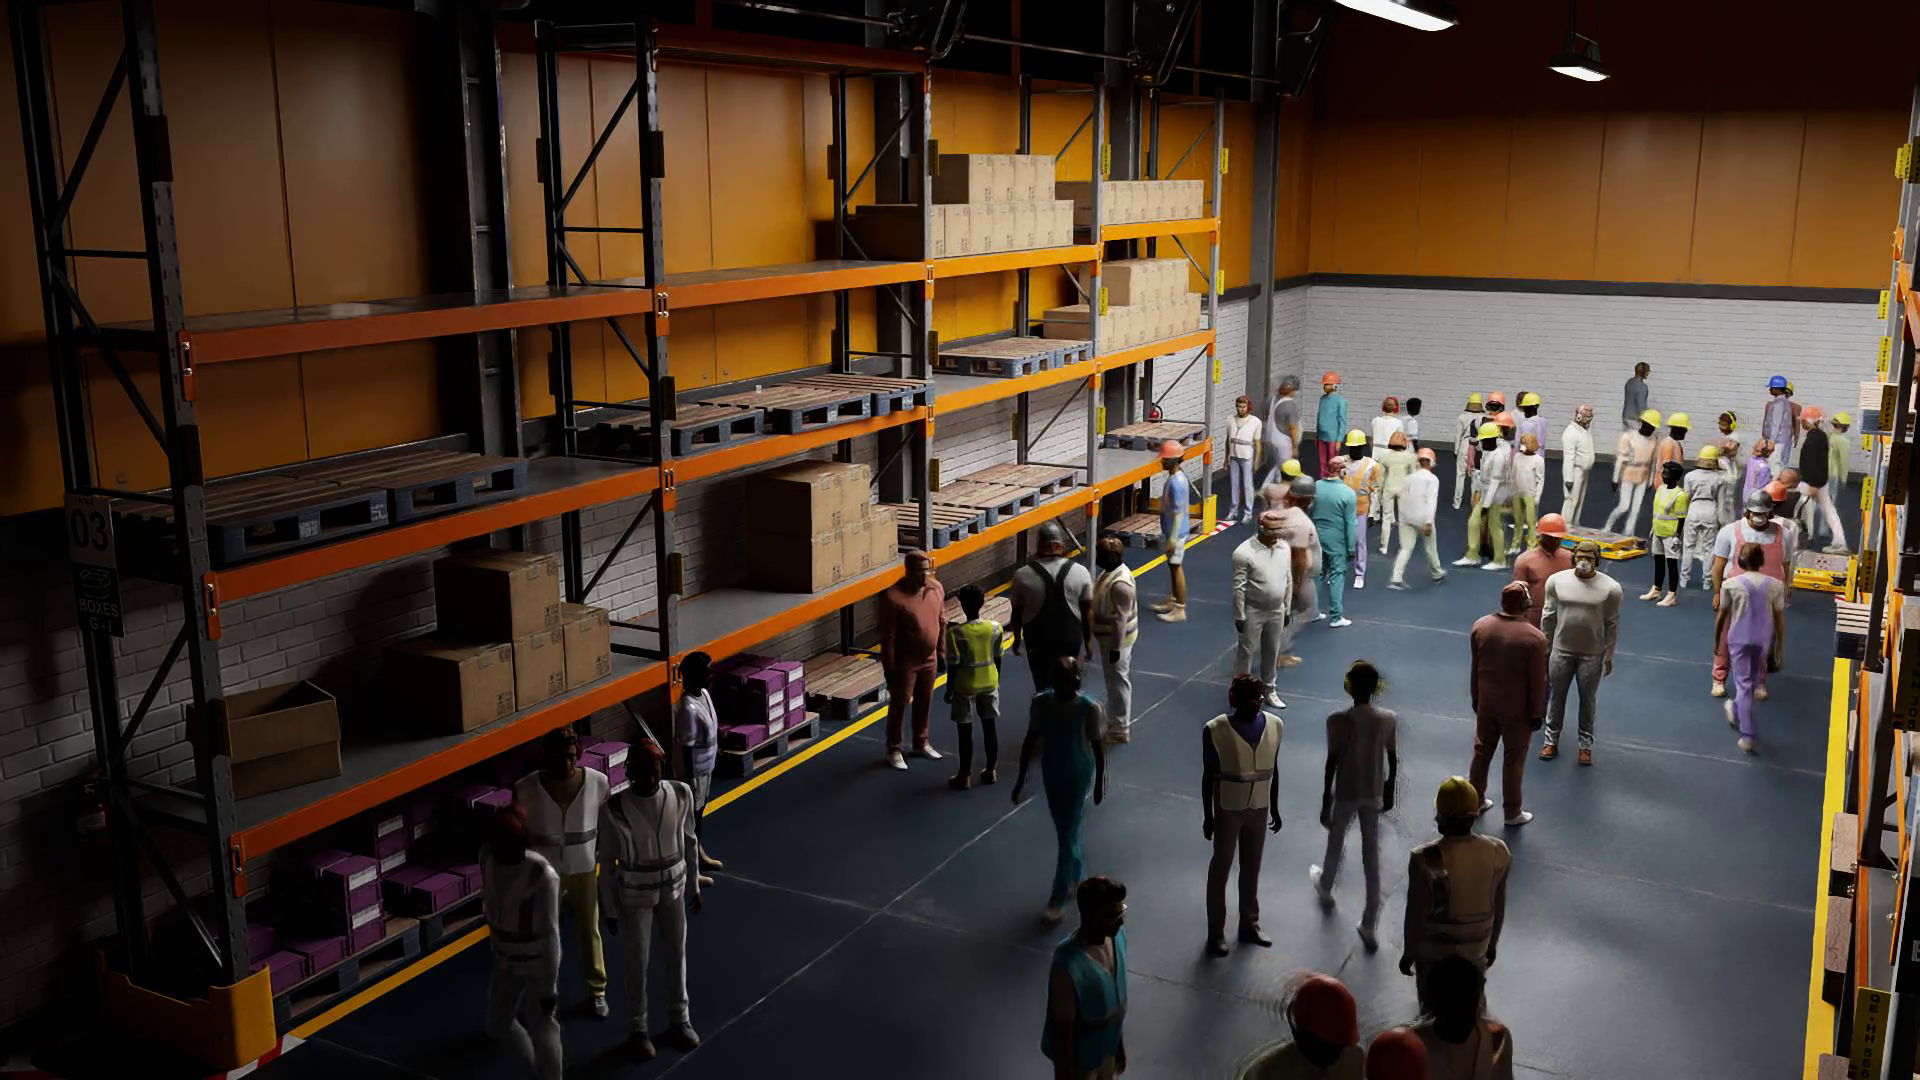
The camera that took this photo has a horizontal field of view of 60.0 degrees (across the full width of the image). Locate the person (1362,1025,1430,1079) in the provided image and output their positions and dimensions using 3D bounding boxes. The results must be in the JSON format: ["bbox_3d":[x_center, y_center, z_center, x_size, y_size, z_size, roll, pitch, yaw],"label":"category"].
[{"bbox_3d":[1.456,2.753,6.133,0.568,1.901,0.807,10,16,37],"label":"person"}]

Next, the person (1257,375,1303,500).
[{"bbox_3d":[4.832,-1.474,24.707,0.544,2.000,0.709,-4,13,-18],"label":"person"}]

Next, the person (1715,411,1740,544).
[{"bbox_3d":[10.246,-0.828,22.278,0.448,1.837,0.570,1,13,6],"label":"person"}]

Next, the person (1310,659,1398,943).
[{"bbox_3d":[2.640,1.678,11.096,0.571,1.815,0.965,-1,13,-5],"label":"person"}]

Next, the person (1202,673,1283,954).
[{"bbox_3d":[1.812,1.740,10.756,0.569,1.845,0.385,-5,14,-21],"label":"person"}]

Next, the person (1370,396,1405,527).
[{"bbox_3d":[6.019,-1.099,23.462,0.384,1.848,0.570,-9,15,-34],"label":"person"}]

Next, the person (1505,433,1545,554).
[{"bbox_3d":[7.345,-0.579,21.620,0.276,1.633,0.507,-7,14,-29],"label":"person"}]

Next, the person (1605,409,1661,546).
[{"bbox_3d":[8.958,-0.824,22.136,0.645,1.888,0.594,-3,13,-12],"label":"person"}]

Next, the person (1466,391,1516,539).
[{"bbox_3d":[7.229,-1.018,22.695,0.613,2.033,0.410,4,13,17],"label":"person"}]

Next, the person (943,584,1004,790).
[{"bbox_3d":[0.110,1.196,13.540,0.533,1.692,0.319,-7,14,-27],"label":"person"}]

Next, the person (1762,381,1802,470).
[{"bbox_3d":[12.783,-1.598,25.916,0.532,1.756,0.337,6,14,23],"label":"person"}]

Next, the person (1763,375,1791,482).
[{"bbox_3d":[12.334,-1.522,25.169,0.412,1.939,0.601,7,14,29],"label":"person"}]

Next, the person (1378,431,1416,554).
[{"bbox_3d":[5.708,-0.617,21.791,0.499,1.633,0.279,4,13,17],"label":"person"}]

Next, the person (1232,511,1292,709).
[{"bbox_3d":[2.826,0.663,15.469,0.646,1.901,0.400,-6,14,-25],"label":"person"}]

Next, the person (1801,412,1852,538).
[{"bbox_3d":[11.879,-0.886,22.736,0.492,1.741,0.577,-4,13,-16],"label":"person"}]

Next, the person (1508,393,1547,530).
[{"bbox_3d":[7.993,-1.106,23.359,0.399,1.912,0.591,11,17,41],"label":"person"}]

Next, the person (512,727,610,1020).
[{"bbox_3d":[-2.327,1.962,9.806,0.561,1.836,0.390,-4,13,-19],"label":"person"}]

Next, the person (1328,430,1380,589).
[{"bbox_3d":[4.741,-0.379,20.061,0.587,1.928,0.362,7,15,30],"label":"person"}]

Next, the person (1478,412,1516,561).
[{"bbox_3d":[6.950,-0.696,21.494,0.388,1.925,0.550,-3,13,-12],"label":"person"}]

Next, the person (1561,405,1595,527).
[{"bbox_3d":[8.331,-0.889,22.428,0.400,1.894,0.658,10,16,38],"label":"person"}]

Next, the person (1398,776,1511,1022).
[{"bbox_3d":[2.628,2.153,8.936,0.591,1.833,0.404,-3,13,-14],"label":"person"}]

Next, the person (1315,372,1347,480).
[{"bbox_3d":[5.582,-1.554,25.168,0.378,1.996,0.611,-6,14,-25],"label":"person"}]

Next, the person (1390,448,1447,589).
[{"bbox_3d":[5.581,-0.251,20.037,0.890,1.682,0.611,-6,14,-27],"label":"person"}]

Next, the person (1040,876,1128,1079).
[{"bbox_3d":[0.579,2.418,7.761,0.390,1.835,0.562,7,15,30],"label":"person"}]

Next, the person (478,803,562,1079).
[{"bbox_3d":[-2.270,2.207,8.657,0.598,1.852,0.474,8,15,32],"label":"person"}]

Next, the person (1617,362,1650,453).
[{"bbox_3d":[10.969,-1.939,27.058,0.374,1.932,0.628,0,13,-1],"label":"person"}]

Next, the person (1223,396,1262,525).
[{"bbox_3d":[4.033,-1.149,23.720,0.562,1.836,0.396,11,17,41],"label":"person"}]

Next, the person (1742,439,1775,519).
[{"bbox_3d":[10.128,-0.477,21.171,0.319,1.631,0.519,1,13,4],"label":"person"}]

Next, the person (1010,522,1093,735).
[{"bbox_3d":[0.787,0.803,14.513,0.706,2.000,0.915,-1,13,-4],"label":"person"}]

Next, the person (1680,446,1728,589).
[{"bbox_3d":[8.948,-0.276,20.040,0.480,1.733,0.343,5,14,22],"label":"person"}]

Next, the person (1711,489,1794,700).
[{"bbox_3d":[7.524,0.516,15.797,0.690,2.000,0.538,3,13,14],"label":"person"}]

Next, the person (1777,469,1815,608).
[{"bbox_3d":[9.537,-0.025,19.182,0.572,1.604,0.658,10,16,37],"label":"person"}]

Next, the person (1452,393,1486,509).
[{"bbox_3d":[7.593,-1.317,24.711,0.490,1.730,0.324,2,13,8],"label":"person"}]

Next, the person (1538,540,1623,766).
[{"bbox_3d":[5.239,0.945,14.109,0.630,1.940,0.372,6,14,26],"label":"person"}]

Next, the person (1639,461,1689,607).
[{"bbox_3d":[8.167,-0.075,19.221,0.318,1.697,0.535,-3,13,-13],"label":"person"}]

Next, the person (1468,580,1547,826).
[{"bbox_3d":[4.240,1.245,12.873,0.398,1.900,0.643,-10,16,-37],"label":"person"}]

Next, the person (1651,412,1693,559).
[{"bbox_3d":[9.214,-0.704,21.561,0.406,1.919,0.603,8,15,32],"label":"person"}]

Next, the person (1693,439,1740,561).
[{"bbox_3d":[9.771,-0.480,21.235,0.530,1.607,0.681,-10,16,-36],"label":"person"}]

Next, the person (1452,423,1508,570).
[{"bbox_3d":[6.548,-0.530,20.810,0.791,1.887,0.609,0,13,2],"label":"person"}]

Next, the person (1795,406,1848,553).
[{"bbox_3d":[11.277,-0.802,21.951,0.595,1.937,1.052,-11,17,-42],"label":"person"}]

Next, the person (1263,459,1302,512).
[{"bbox_3d":[3.627,-0.070,19.085,0.605,1.738,0.546,-12,17,-42],"label":"person"}]

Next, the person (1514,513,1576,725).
[{"bbox_3d":[5.264,0.724,14.994,0.615,1.987,0.407,-3,13,-14],"label":"person"}]

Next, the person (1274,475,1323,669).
[{"bbox_3d":[3.369,0.312,16.710,0.538,2.000,0.694,-4,13,-16],"label":"person"}]

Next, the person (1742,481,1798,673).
[{"bbox_3d":[8.072,0.369,16.690,0.551,1.936,0.356,8,15,32],"label":"person"}]

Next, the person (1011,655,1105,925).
[{"bbox_3d":[0.655,1.659,11.227,0.527,1.799,0.917,8,15,31],"label":"person"}]

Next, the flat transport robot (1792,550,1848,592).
[{"bbox_3d":[10.589,0.372,20.438,0.652,0.197,1.431,7,15,30],"label":"flat transport robot"}]

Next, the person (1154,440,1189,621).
[{"bbox_3d":[2.362,-0.108,18.590,0.390,2.040,0.614,1,13,5],"label":"person"}]

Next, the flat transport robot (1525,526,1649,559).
[{"bbox_3d":[8.322,0.002,22.097,0.652,0.197,1.431,-9,15,-35],"label":"flat transport robot"}]

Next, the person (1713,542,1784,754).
[{"bbox_3d":[6.909,0.901,14.638,0.520,1.785,0.991,1,13,6],"label":"person"}]

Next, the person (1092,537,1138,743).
[{"bbox_3d":[1.341,0.875,14.682,0.433,1.835,0.618,-2,13,-7],"label":"person"}]

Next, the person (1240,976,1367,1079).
[{"bbox_3d":[1.285,2.579,6.806,0.638,1.950,0.839,-5,14,-22],"label":"person"}]

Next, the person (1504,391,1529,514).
[{"bbox_3d":[8.135,-1.275,24.299,0.608,1.830,0.408,-7,14,-28],"label":"person"}]

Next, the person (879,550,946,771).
[{"bbox_3d":[-0.383,0.998,13.997,0.661,1.894,0.413,-12,17,-42],"label":"person"}]

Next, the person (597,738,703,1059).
[{"bbox_3d":[-1.752,2.018,9.450,0.585,1.879,0.369,-8,15,-32],"label":"person"}]

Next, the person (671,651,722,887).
[{"bbox_3d":[-1.866,1.600,11.746,0.319,1.691,0.537,1,13,4],"label":"person"}]

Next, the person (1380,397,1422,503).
[{"bbox_3d":[6.613,-1.318,24.854,0.731,1.664,0.531,1,13,5],"label":"person"}]

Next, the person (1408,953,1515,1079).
[{"bbox_3d":[2.012,2.586,6.842,0.610,1.900,0.995,-5,14,-23],"label":"person"}]

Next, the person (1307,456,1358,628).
[{"bbox_3d":[4.116,0.013,18.381,0.399,1.899,0.650,-10,16,-39],"label":"person"}]
